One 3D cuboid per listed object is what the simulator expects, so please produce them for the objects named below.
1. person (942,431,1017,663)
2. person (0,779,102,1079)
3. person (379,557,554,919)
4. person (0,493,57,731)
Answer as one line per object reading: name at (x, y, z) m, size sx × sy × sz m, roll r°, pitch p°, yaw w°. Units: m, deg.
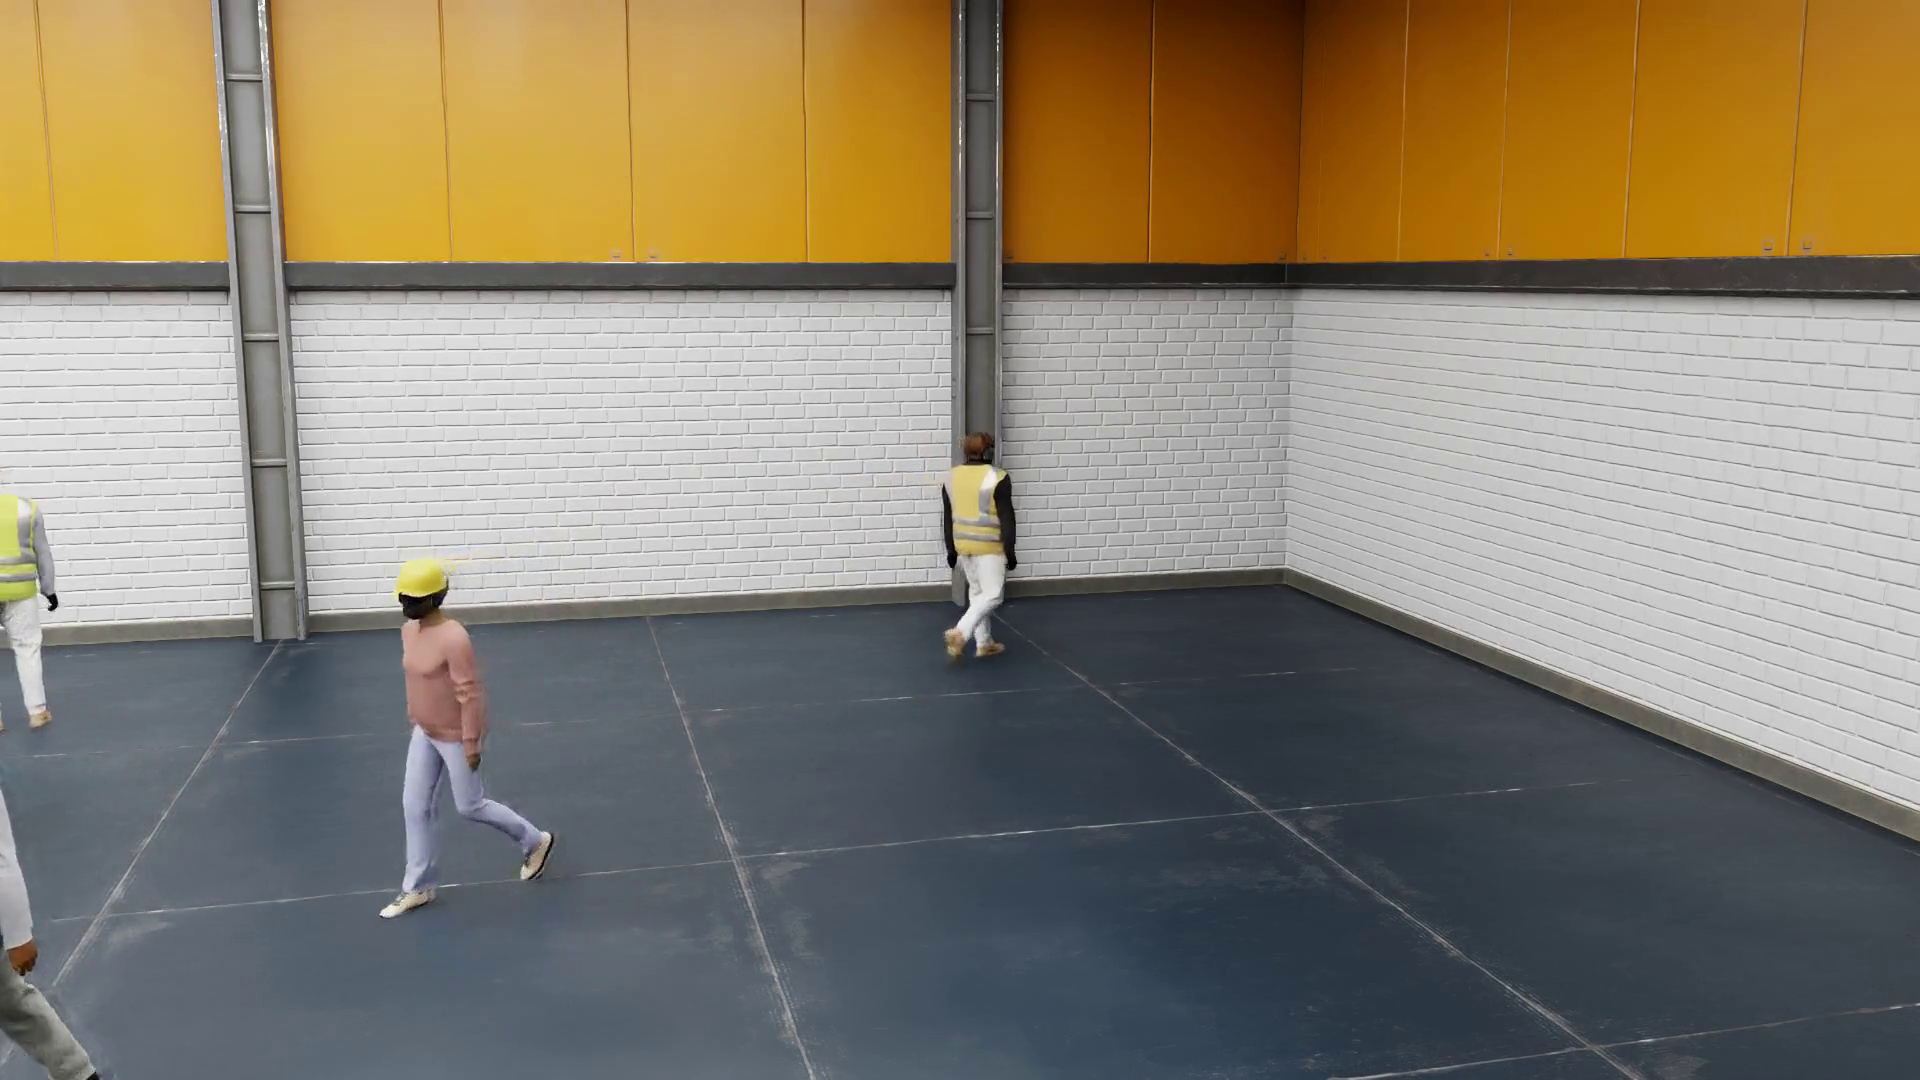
person at (0.121, 0.065, 12.938) m, size 0.631 × 1.818 × 0.742 m, roll 8°, pitch 12°, yaw 41°
person at (-3.387, 1.262, 5.623) m, size 0.603 × 1.775 × 0.955 m, roll 7°, pitch 11°, yaw 37°
person at (-2.410, 0.903, 7.991) m, size 0.560 × 1.728 × 0.784 m, roll 8°, pitch 12°, yaw 39°
person at (-6.370, 0.381, 11.031) m, size 0.693 × 1.823 × 0.433 m, roll -7°, pitch 11°, yaw -37°
